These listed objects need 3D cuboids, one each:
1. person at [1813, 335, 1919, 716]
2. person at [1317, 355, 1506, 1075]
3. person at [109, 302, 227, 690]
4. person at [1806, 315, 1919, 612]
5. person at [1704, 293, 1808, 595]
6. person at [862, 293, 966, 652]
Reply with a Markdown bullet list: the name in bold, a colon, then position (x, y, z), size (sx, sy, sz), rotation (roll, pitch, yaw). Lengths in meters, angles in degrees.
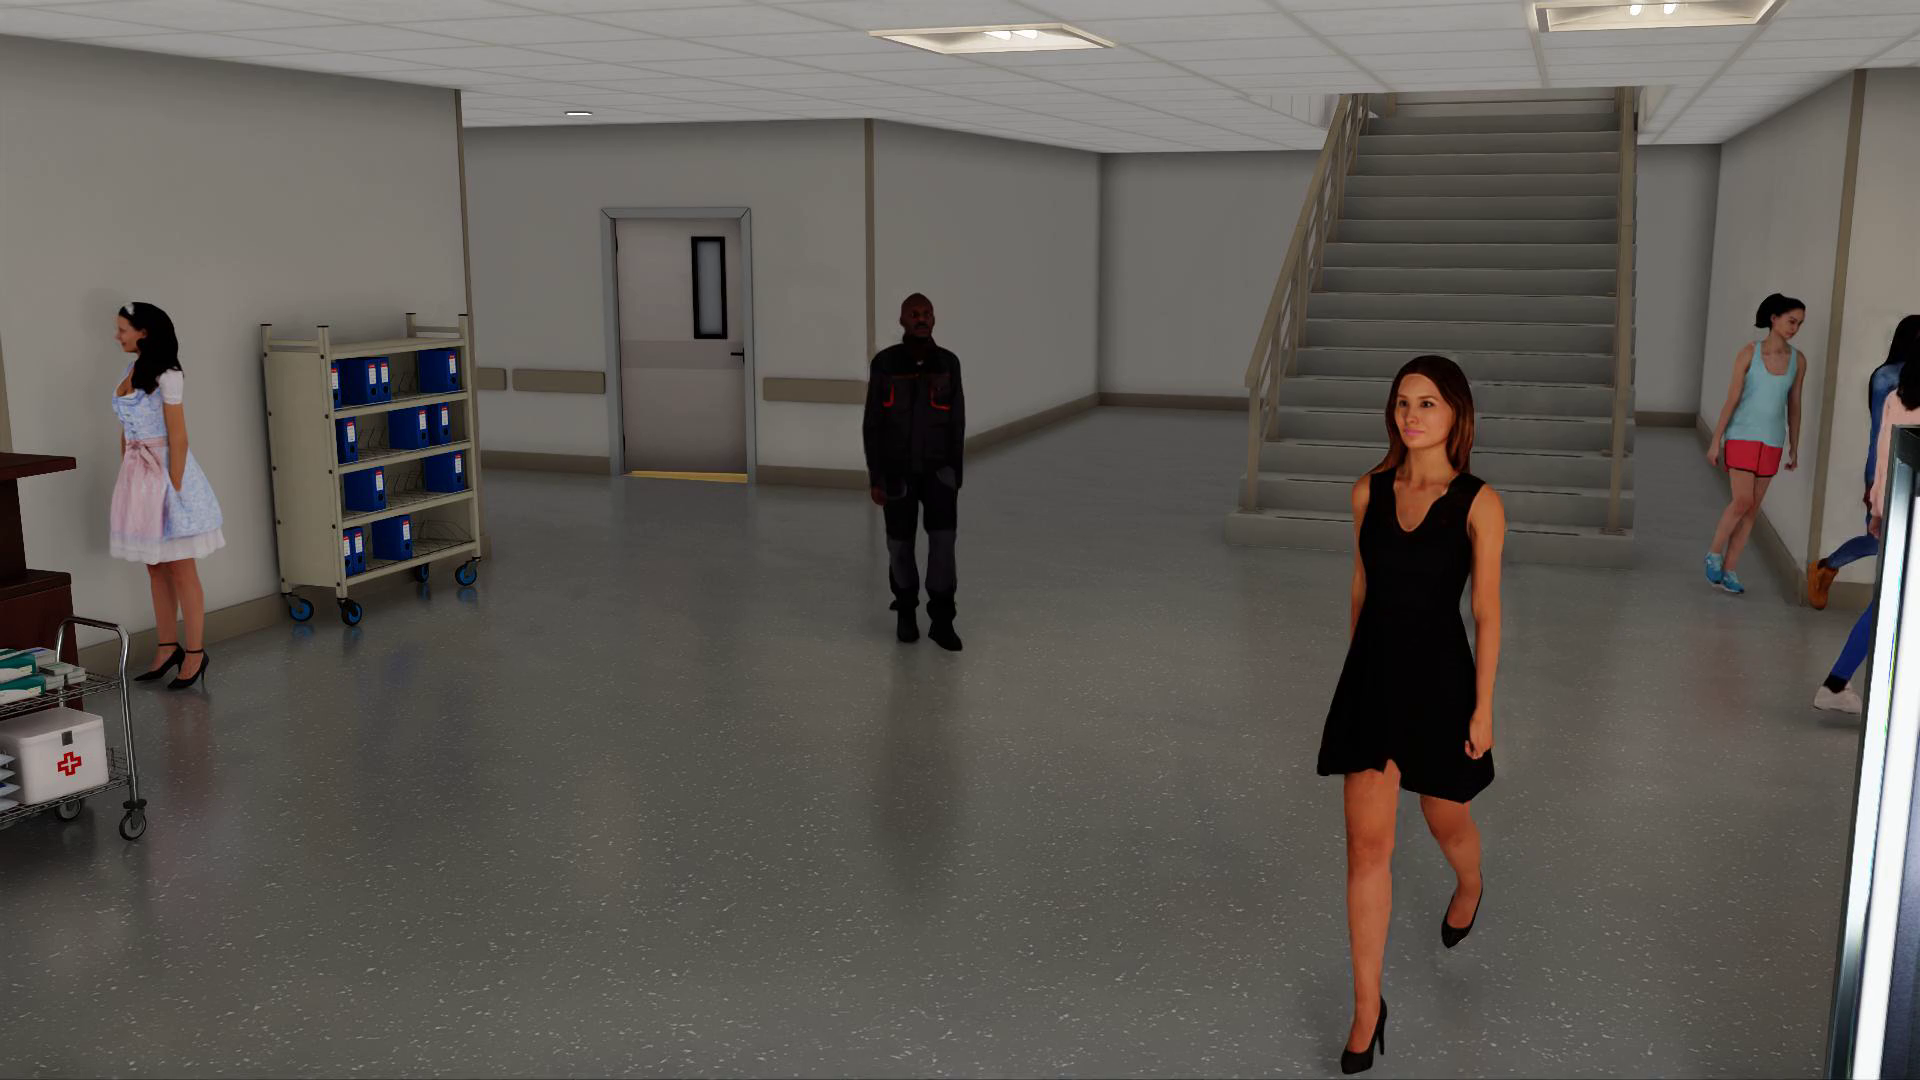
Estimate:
- **person**: position (4.058, -0.037, 7.187), size (1.045, 1.708, 1.221), rotation (-1, 11, -5)
- **person**: position (1.244, 0.447, 4.388), size (0.786, 1.800, 1.185), rotation (7, 13, 34)
- **person**: position (-3.752, -0.208, 7.814), size (0.781, 1.810, 0.807), rotation (8, 13, 36)
- **person**: position (4.828, -0.320, 8.709), size (0.944, 1.696, 1.031), rotation (-4, 11, -18)
- **person**: position (4.652, -0.560, 9.808), size (0.777, 1.760, 0.795), rotation (0, 11, 2)
- **person**: position (-0.246, -0.377, 8.700), size (0.913, 1.811, 1.028), rotation (-1, 11, -5)
